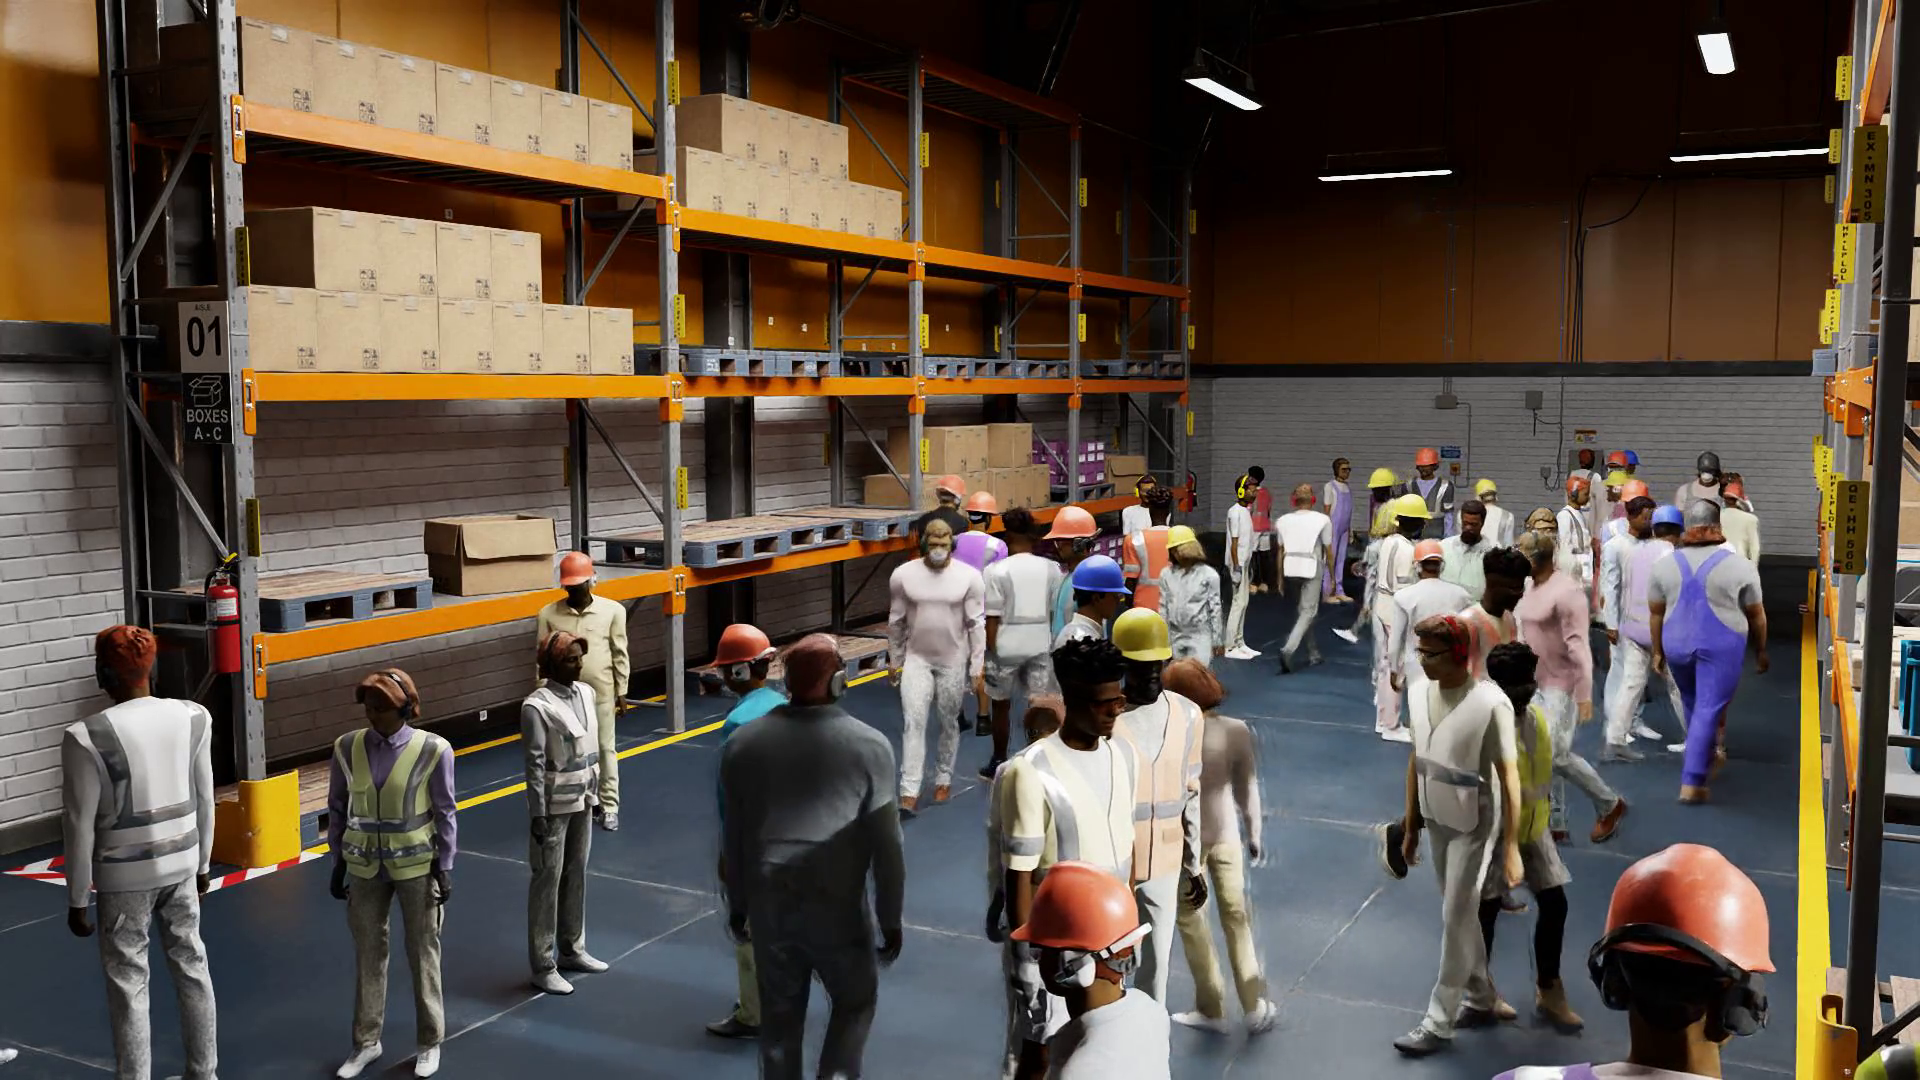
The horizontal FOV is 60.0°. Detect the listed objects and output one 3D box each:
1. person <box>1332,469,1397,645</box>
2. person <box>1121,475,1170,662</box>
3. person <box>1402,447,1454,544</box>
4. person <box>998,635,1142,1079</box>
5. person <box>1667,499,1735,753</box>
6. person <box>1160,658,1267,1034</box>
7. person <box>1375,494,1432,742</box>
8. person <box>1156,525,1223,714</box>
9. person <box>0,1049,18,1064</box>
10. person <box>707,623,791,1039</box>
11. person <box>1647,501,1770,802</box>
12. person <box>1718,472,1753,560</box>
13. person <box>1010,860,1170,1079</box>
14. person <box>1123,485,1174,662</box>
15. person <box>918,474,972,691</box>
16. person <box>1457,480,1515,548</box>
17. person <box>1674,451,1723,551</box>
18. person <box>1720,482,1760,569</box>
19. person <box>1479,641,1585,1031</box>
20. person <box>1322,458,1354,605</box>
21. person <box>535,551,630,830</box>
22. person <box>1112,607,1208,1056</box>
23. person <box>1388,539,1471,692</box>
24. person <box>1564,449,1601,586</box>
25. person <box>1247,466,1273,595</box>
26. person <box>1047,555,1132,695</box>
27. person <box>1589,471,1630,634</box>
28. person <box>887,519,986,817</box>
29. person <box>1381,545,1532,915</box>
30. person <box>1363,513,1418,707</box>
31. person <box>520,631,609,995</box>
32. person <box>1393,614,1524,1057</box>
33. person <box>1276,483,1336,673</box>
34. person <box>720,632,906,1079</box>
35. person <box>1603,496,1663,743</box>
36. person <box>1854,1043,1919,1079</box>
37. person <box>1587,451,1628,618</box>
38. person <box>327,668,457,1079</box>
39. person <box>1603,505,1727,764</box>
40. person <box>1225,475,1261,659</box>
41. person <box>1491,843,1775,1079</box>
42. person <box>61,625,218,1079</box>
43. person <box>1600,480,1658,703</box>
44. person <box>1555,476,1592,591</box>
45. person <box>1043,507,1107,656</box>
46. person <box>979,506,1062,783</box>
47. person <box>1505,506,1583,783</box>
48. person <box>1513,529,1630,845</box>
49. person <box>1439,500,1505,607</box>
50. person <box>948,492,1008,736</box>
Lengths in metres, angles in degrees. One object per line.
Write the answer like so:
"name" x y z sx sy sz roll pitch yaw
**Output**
"person" 4.426 0.186 17.559 1.010 1.864 0.616 0 5 -2
"person" 1.840 0.286 16.504 0.508 1.872 0.329 -1 5 -6
"person" 5.399 -0.057 19.296 0.615 2.038 0.395 3 6 28
"person" 0.381 1.274 5.436 0.385 1.958 0.607 5 7 44
"person" 5.589 0.650 12.420 0.410 1.908 0.598 5 7 43
"person" 1.039 1.293 7.079 0.581 1.609 0.297 -2 6 -18
"person" 3.435 0.600 12.889 0.400 1.918 0.588 0 5 3
"person" 1.678 0.748 12.354 0.484 1.715 0.597 4 7 36
"person" -4.048 1.298 6.386 0.481 1.719 0.704 4 7 37
"person" -0.899 1.223 7.111 0.354 1.738 0.577 1 5 14
"person" 5.037 0.695 11.198 1.071 2.000 0.689 -5 7 -43
"person" 8.228 0.192 17.754 0.429 1.832 0.631 3 6 31
"person" 0.268 1.548 3.549 0.342 1.750 0.568 2 6 20
"person" 1.583 0.544 13.218 0.603 1.966 0.368 -1 5 -7
"person" -0.109 0.397 14.801 0.614 1.970 0.572 4 6 34
"person" 5.478 0.260 17.338 0.577 1.767 0.923 2 6 19
"person" 8.181 0.037 18.277 0.686 2.000 0.536 3 6 32
"person" 8.057 0.267 17.434 0.587 1.733 0.504 3 6 29
"person" 2.381 1.263 7.050 0.540 1.669 0.637 -2 6 -24
"person" 4.767 -0.114 20.944 0.506 1.847 0.343 -5 7 -41
"person" -2.328 0.931 10.260 0.571 1.740 0.351 -1 5 -6
"person" 0.666 1.208 6.271 0.585 1.928 0.370 -2 6 -21
"person" 3.222 0.848 11.339 0.569 1.710 0.849 -1 5 -9
"person" 8.562 -0.307 22.813 0.343 1.882 0.585 -3 6 -31
"person" 3.888 -0.126 21.859 0.530 1.697 0.321 -5 7 -41
"person" 0.621 1.039 8.065 0.418 1.939 0.611 0 5 2
"person" 7.162 0.148 18.300 0.573 1.810 0.624 2 6 20
"person" -0.163 0.822 10.622 0.651 1.891 0.957 0 5 5
"person" 2.653 0.974 8.830 0.774 1.928 0.632 5 7 45
"person" 3.726 0.576 14.183 0.503 1.705 0.718 0 5 0
"person" -1.817 1.226 7.625 0.307 1.639 0.525 2 6 19
"person" 2.066 1.209 6.924 0.531 1.833 0.611 -2 6 -22
"person" 3.289 0.361 16.014 0.594 1.812 0.846 5 7 41
"person" -0.517 1.271 5.801 0.684 1.888 0.465 1 5 12
"person" 5.197 0.606 12.878 0.597 1.909 0.405 -3 6 -31
"person" 2.078 1.589 3.388 0.541 1.698 0.315 1 5 13
"person" 7.678 -0.048 19.512 0.410 1.986 0.619 -5 7 -44
"person" -2.257 1.319 6.623 0.514 1.639 0.311 0 5 2
"person" 5.118 0.694 12.103 1.010 1.869 0.655 -1 5 -13
"person" 2.845 0.276 16.726 0.345 1.856 0.525 2 6 21
"person" 1.122 1.493 2.651 0.605 2.033 0.391 3 6 31
"person" -3.032 1.246 6.178 0.354 1.877 0.574 3 6 31
"person" 5.843 0.444 14.451 0.545 1.938 0.359 2 6 22
"person" 5.870 0.334 15.927 0.355 1.883 0.576 3 6 29
"person" 0.671 0.822 9.817 0.372 2.042 0.615 -1 5 -8
"person" 0.423 0.737 11.274 0.623 1.941 0.820 -3 6 -27
"person" 3.964 0.729 11.466 0.635 1.932 0.363 0 5 2
"person" 3.574 0.888 9.852 0.619 1.909 0.666 -1 5 -6
"person" 3.857 0.637 12.585 0.603 1.899 0.408 5 7 44
"person" 0.145 0.581 13.080 0.550 1.923 0.391 3 6 25
